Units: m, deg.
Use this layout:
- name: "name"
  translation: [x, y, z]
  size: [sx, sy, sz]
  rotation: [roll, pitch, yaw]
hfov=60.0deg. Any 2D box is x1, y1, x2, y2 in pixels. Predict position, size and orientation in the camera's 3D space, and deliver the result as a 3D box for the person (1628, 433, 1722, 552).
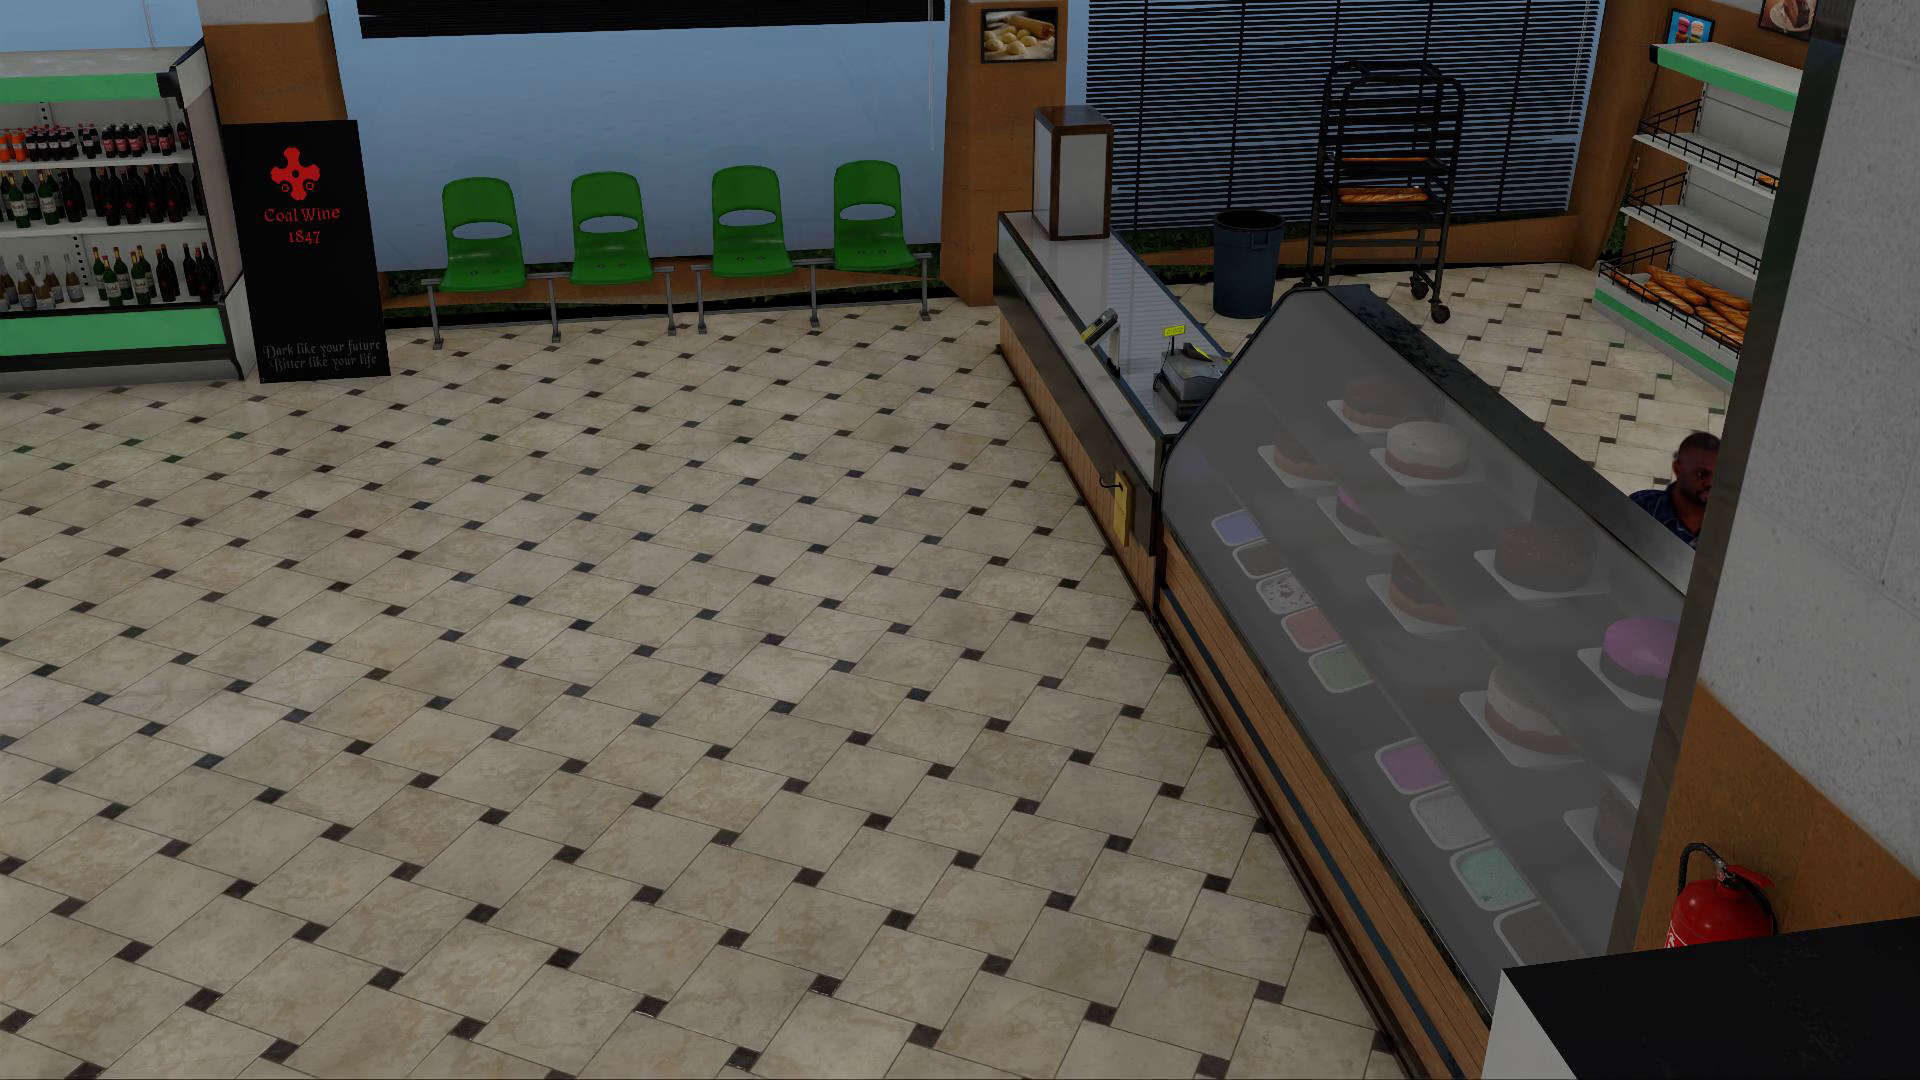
- name: "person"
  translation: [2.632, 0.435, 6.269]
  size: [0.656, 1.825, 0.800]
  rotation: [3, 27, 6]
